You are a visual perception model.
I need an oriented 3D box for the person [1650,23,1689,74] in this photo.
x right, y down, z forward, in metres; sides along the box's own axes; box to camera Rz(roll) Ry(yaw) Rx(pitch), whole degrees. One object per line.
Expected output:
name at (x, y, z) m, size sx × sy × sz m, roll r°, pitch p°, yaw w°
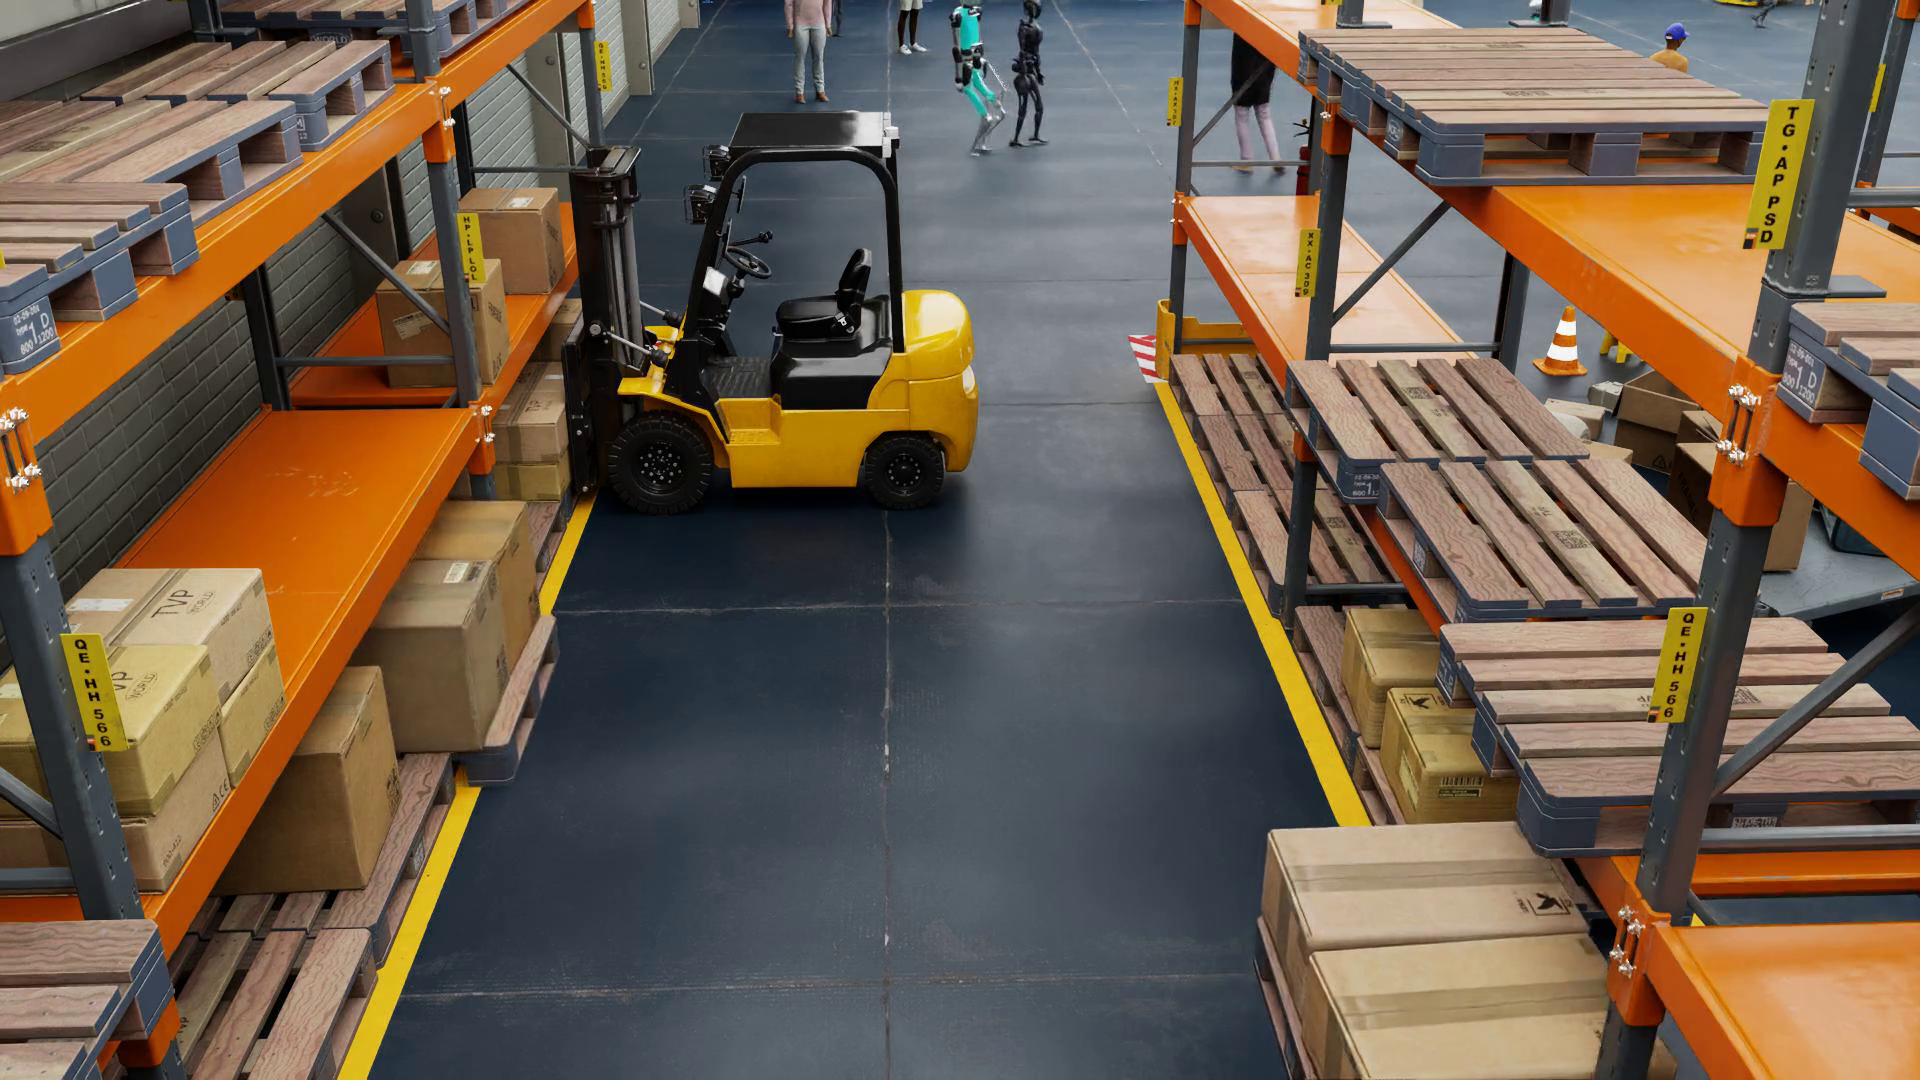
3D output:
person at (7.076, -4.314, 16.742) m, size 0.349 × 1.718 × 0.440 m, roll -21°, pitch 32°, yaw -37°

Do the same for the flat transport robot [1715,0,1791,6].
flat transport robot at (14.449, -9.875, 30.217) m, size 1.431 × 0.231 × 0.659 m, roll -16°, pitch 30°, yaw -30°

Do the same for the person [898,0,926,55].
person at (-0.744, -8.271, 24.910) m, size 0.356 × 1.898 × 0.556 m, roll 20°, pitch 32°, yaw 36°

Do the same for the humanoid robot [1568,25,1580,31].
humanoid robot at (6.082, -4.387, 16.933) m, size 0.337 × 1.649 × 0.609 m, roll 18°, pitch 31°, yaw 33°

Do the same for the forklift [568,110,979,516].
forklift at (-1.043, -1.379, 9.976) m, size 2.313 × 2.155 × 1.214 m, roll -1°, pitch 25°, yaw -2°

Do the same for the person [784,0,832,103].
person at (-1.940, -6.609, 21.346) m, size 0.630 × 1.939 × 0.370 m, roll -8°, pitch 27°, yaw -17°

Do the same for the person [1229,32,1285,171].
person at (3.159, -4.836, 17.724) m, size 0.592 × 1.828 × 0.581 m, roll -14°, pitch 29°, yaw -27°

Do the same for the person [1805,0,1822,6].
person at (15.496, -10.541, 29.729) m, size 0.523 × 1.893 × 0.401 m, roll 22°, pitch 33°, yaw 38°

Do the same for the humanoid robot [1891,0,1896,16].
humanoid robot at (15.974, -9.801, 28.406) m, size 0.324 × 1.651 × 0.590 m, roll -13°, pitch 28°, yaw -25°

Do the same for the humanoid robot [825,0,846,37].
humanoid robot at (-1.997, -8.821, 26.337) m, size 0.416 × 1.650 × 0.589 m, roll 19°, pitch 31°, yaw 35°

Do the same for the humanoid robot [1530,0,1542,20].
humanoid robot at (5.915, -4.941, 18.046) m, size 0.901 × 1.762 × 0.555 m, roll 5°, pitch 26°, yaw 11°

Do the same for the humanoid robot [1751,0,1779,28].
humanoid robot at (13.298, -9.215, 27.175) m, size 0.349 × 1.648 × 0.611 m, roll 14°, pitch 29°, yaw 28°

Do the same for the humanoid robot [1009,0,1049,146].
humanoid robot at (0.772, -5.308, 18.899) m, size 0.419 × 1.642 × 0.606 m, roll 9°, pitch 27°, yaw 19°

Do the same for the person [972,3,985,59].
person at (0.204, -8.010, 24.537) m, size 0.345 × 1.745 × 0.561 m, roll -7°, pitch 26°, yaw -14°

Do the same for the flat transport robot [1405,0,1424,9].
flat transport robot at (6.461, -7.958, 26.157) m, size 0.659 × 0.231 × 1.431 m, roll 22°, pitch 33°, yaw 39°

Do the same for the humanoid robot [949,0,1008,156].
humanoid robot at (0.257, -5.148, 18.468) m, size 0.677 × 1.782 × 0.542 m, roll 15°, pitch 29°, yaw 29°
